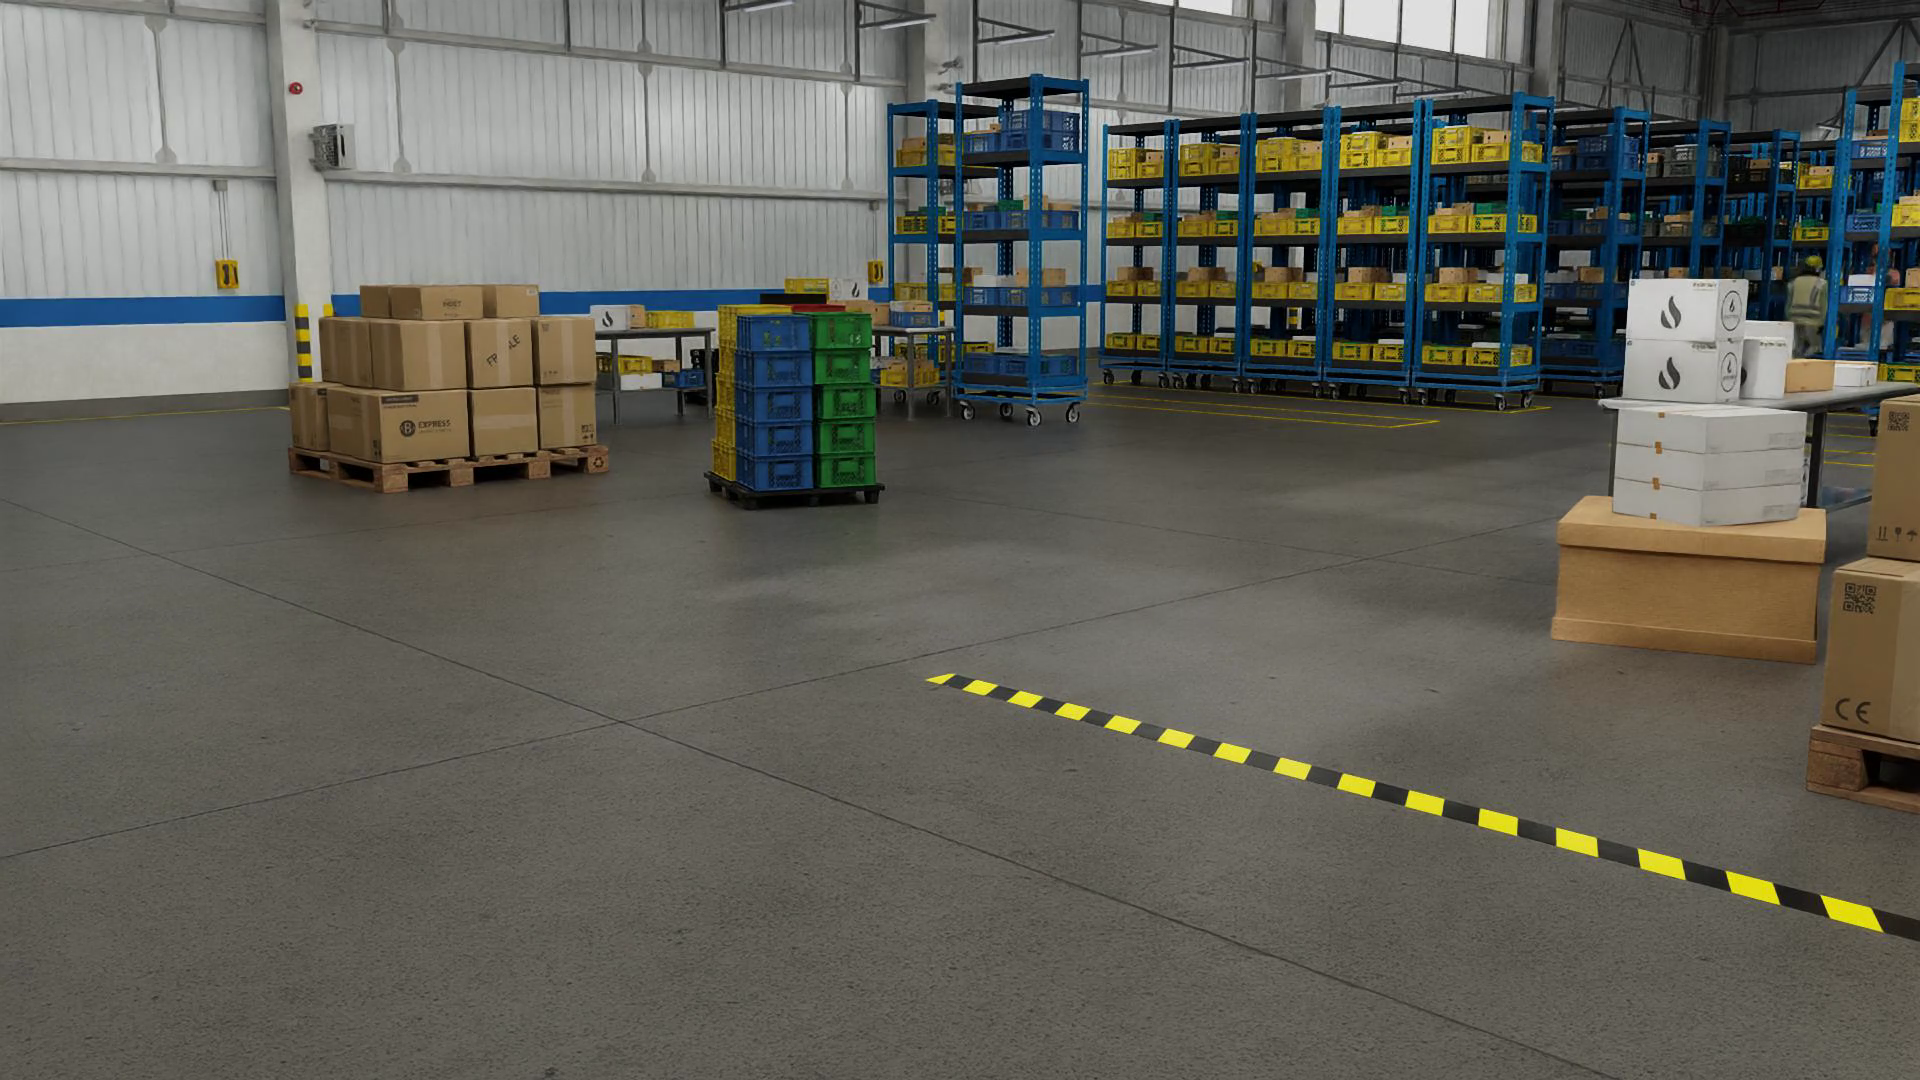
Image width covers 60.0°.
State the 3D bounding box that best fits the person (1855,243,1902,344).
[{"bbox_3d":[11.617,-2.780,21.081,0.633,1.965,0.610,8,12,40],"label":"person"}]

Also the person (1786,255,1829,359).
[{"bbox_3d":[11.813,-3.063,23.231,0.457,1.819,0.607,-6,11,-34],"label":"person"}]

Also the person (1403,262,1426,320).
[{"bbox_3d":[8.855,-4.617,32.509,0.560,1.838,0.385,1,9,3],"label":"person"}]
